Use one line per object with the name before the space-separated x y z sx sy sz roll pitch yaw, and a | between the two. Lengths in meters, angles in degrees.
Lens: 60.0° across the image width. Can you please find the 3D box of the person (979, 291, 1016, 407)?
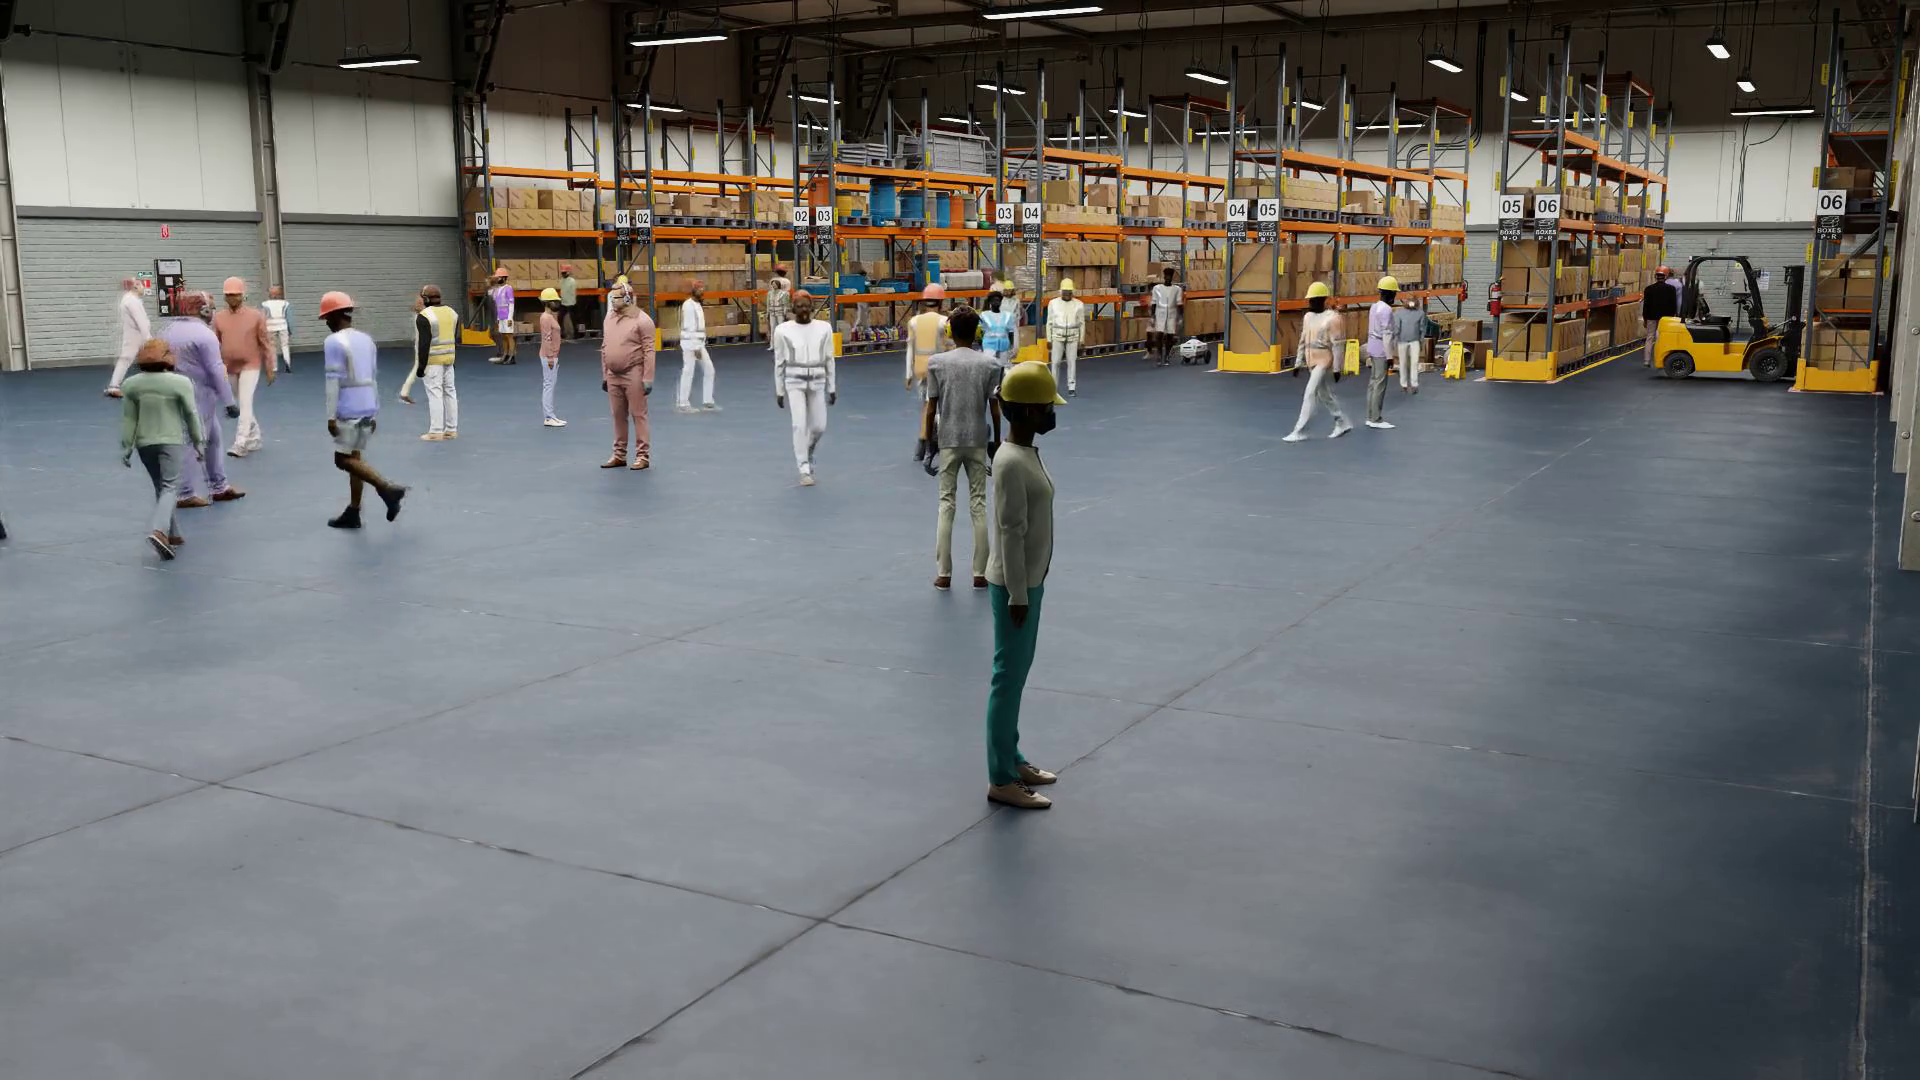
person | 0.543 -2.752 24.020 0.540 1.677 0.585 -3 10 -16

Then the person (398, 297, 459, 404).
person | -7.910 -2.794 24.512 0.841 1.593 0.511 -4 10 -20

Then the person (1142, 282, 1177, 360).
person | 4.220 -4.619 35.062 0.791 1.652 0.537 -7 12 -34

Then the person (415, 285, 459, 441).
person | -6.200 -2.088 19.668 0.429 1.837 0.621 4 11 23

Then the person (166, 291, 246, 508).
person | -6.539 -1.225 14.524 0.654 1.874 0.815 9 13 43

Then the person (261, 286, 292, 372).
person | -12.796 -3.945 31.173 0.535 1.619 0.688 -5 11 -27

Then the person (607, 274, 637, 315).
person | -6.742 -4.391 33.214 0.598 1.816 0.694 -3 10 -15

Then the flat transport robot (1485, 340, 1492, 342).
flat transport robot | 12.337 -4.477 38.222 0.652 0.197 1.431 2 10 14

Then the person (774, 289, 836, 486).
person | -1.494 -1.466 15.932 0.591 1.865 0.597 -3 10 -17

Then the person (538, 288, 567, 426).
person | -5.241 -2.344 21.357 0.305 1.772 0.525 -1 10 -8

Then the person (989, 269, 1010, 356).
person | 0.746 -4.455 33.304 0.455 1.911 0.658 3 10 19

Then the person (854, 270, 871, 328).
person | -2.564 -6.181 43.685 0.538 1.827 0.967 4 10 22

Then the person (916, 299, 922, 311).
person | -1.278 -7.705 52.306 0.593 1.920 0.391 4 11 24

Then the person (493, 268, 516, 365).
person | -9.136 -4.473 33.327 0.372 1.939 0.544 -8 13 -39

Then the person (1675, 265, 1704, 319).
person | 16.619 -5.319 37.982 0.696 2.000 0.965 2 10 13

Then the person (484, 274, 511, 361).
person | -9.579 -4.608 34.470 0.540 1.819 0.520 -8 13 -41

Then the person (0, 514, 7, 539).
person | -7.788 -0.904 12.564 0.969 1.889 0.570 -3 10 -18

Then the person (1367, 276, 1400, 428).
person | 5.367 -2.379 21.110 0.379 1.921 0.589 0 10 0

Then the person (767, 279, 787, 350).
person | -4.220 -5.184 38.360 0.515 1.641 0.314 4 11 24

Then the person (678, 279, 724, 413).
person | -3.587 -2.671 23.021 0.745 1.858 0.583 2 10 11

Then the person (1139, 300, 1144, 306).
person | 5.571 -7.166 49.598 0.533 1.768 0.310 4 10 22

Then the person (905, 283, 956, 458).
person | -0.305 -1.835 18.052 0.564 1.889 1.007 5 11 25

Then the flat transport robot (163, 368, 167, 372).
flat transport robot | -13.460 -2.924 29.130 0.652 0.197 1.431 7 12 34

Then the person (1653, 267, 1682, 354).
person | 15.633 -5.073 36.840 0.635 1.936 0.354 5 11 25

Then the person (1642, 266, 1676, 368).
person | 13.527 -4.298 32.184 0.604 1.986 0.405 9 13 42

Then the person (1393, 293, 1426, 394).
person | 7.096 -3.097 26.286 0.506 1.593 0.846 2 10 13

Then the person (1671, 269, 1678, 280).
person | 18.665 -6.152 43.465 0.990 1.850 0.683 4 11 24

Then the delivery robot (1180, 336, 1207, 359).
delivery robot | 4.717 -3.873 33.586 0.477 0.478 0.707 6 11 29

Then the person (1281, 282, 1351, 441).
person | 4.276 -2.110 19.706 1.015 1.882 0.602 -4 10 -22

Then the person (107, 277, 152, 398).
person | -12.718 -3.125 25.692 1.035 1.855 0.644 -5 11 -25

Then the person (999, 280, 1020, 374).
person | 0.892 -3.918 30.688 0.493 1.726 0.404 -3 10 -14

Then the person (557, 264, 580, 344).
person | -9.800 -5.828 41.166 0.634 1.957 0.913 7 12 37

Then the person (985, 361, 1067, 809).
person | 0.264 0.171 6.645 0.316 1.767 0.535 1 10 8

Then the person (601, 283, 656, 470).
person | -3.414 -1.663 16.986 0.641 1.904 0.401 6 11 30

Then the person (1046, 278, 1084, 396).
person | 1.634 -3.142 25.849 0.598 1.828 0.404 0 10 -3

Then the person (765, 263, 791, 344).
person | -4.476 -5.834 41.121 0.612 2.011 0.993 4 10 22

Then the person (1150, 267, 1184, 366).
person | 4.098 -4.385 32.775 0.638 1.941 0.774 0 10 0

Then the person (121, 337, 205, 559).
person | -5.866 -0.675 12.157 0.515 1.599 0.853 -1 10 -4

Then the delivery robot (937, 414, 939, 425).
delivery robot | 0.006 -1.350 18.815 0.477 0.478 0.707 4 10 22

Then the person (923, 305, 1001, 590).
person | 0.014 -0.594 10.858 0.519 1.862 0.315 0 10 -3

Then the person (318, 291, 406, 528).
person | -4.769 -1.020 13.241 0.723 1.896 0.601 3 10 16

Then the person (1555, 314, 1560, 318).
person | 14.956 -5.886 41.854 0.546 1.847 0.398 6 11 31

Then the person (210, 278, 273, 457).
person | -7.903 -1.897 18.240 0.639 1.942 1.052 0 10 -2
